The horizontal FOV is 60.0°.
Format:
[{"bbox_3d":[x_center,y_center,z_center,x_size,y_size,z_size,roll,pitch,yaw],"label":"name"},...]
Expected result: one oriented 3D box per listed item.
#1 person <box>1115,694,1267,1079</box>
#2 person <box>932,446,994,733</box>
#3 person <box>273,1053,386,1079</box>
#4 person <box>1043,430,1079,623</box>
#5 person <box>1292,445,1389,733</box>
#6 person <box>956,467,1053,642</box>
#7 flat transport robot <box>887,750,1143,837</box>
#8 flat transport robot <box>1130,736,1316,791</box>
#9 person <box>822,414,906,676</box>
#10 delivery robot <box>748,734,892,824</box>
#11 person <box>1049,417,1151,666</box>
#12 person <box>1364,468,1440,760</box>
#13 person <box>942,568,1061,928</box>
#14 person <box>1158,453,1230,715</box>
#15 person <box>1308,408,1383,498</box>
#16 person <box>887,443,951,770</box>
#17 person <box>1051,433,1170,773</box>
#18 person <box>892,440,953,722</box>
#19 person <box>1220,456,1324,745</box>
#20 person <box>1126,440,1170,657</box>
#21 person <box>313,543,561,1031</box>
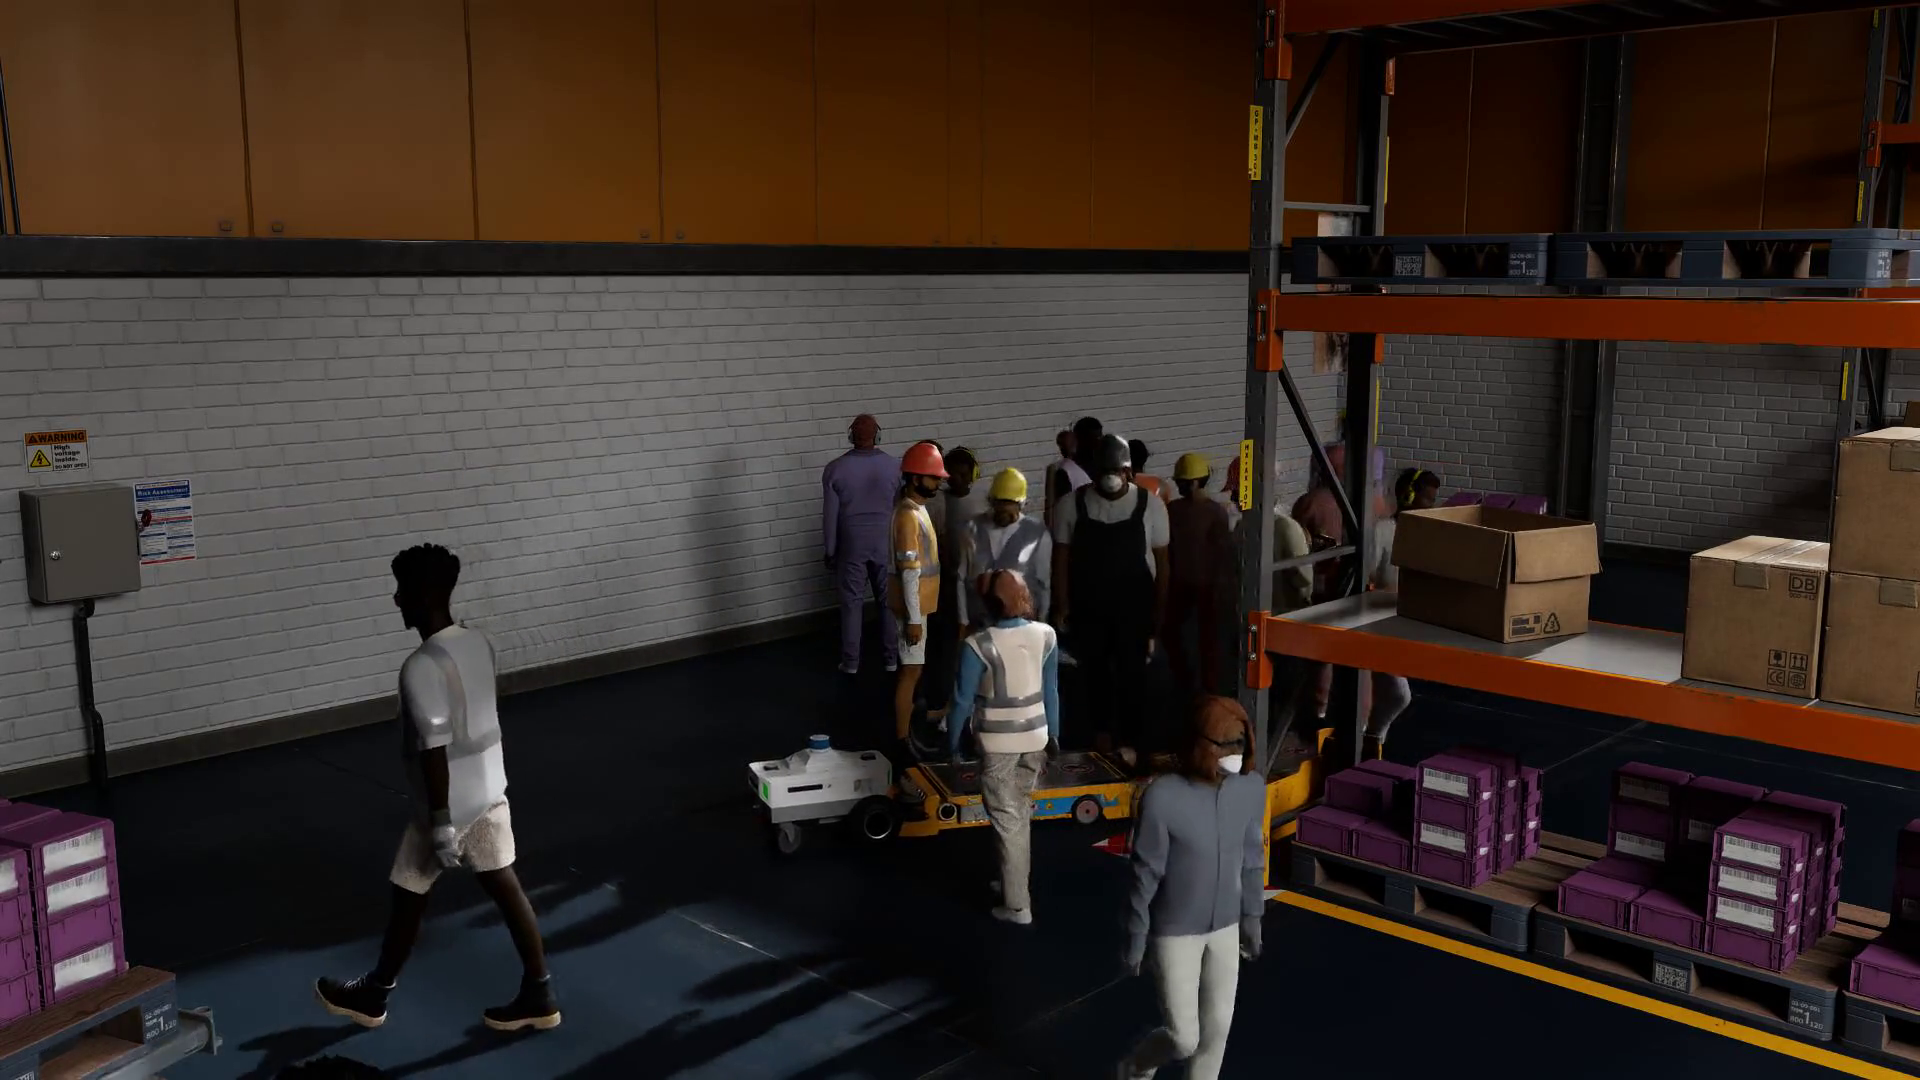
[{"bbox_3d":[0.755,1.267,5.421,0.513,1.615,0.405,-5,11,-30],"label":"person"},{"bbox_3d":[-0.024,0.314,10.633,0.587,1.819,0.890,4,10,21],"label":"person"},{"bbox_3d":[-1.029,1.672,2.843,0.854,1.652,0.573,5,11,29],"label":"person"},{"bbox_3d":[0.900,-0.103,13.805,0.530,1.626,0.368,-6,11,-31],"label":"person"},{"bbox_3d":[2.388,0.327,10.542,0.663,1.846,0.986,-1,9,-4],"label":"person"},{"bbox_3d":[0.285,0.430,10.060,0.587,1.795,0.768,3,10,19],"label":"person"},{"bbox_3d":[0.284,1.355,9.015,1.431,0.197,0.652,-3,10,-15],"label":"flat transport robot"},{"bbox_3d":[1.716,1.303,9.337,1.431,0.197,0.652,-5,10,-27],"label":"flat transport robot"},{"bbox_3d":[-0.680,0.040,12.079,0.639,1.908,0.409,-1,9,-8],"label":"person"},{"bbox_3d":[-0.720,1.244,8.544,0.707,0.478,0.477,-3,10,-20],"label":"delivery robot"},{"bbox_3d":[0.963,0.043,12.163,0.973,1.864,0.618,8,12,42],"label":"person"},{"bbox_3d":[2.466,0.510,9.384,0.537,1.843,0.427,-7,12,-39],"label":"person"},{"bbox_3d":[0.181,0.919,7.559,0.521,1.620,0.620,-7,11,-35],"label":"person"},{"bbox_3d":[1.547,0.294,10.993,0.541,1.751,0.400,8,12,40],"label":"person"},{"bbox_3d":[3.058,-0.147,13.255,0.624,1.896,0.466,5,11,29],"label":"person"},{"bbox_3d":[-0.241,0.389,9.853,0.376,1.932,0.551,0,9,1],"label":"person"},{"bbox_3d":[0.876,0.337,9.848,0.697,2.000,1.015,2,9,10],"label":"person"},{"bbox_3d":[-0.232,0.265,10.889,0.505,1.845,0.346,9,13,44],"label":"person"},{"bbox_3d":[1.819,0.480,9.340,0.860,1.936,0.623,-2,9,-11],"label":"person"},{"bbox_3d":[1.347,0.053,12.803,0.523,1.639,0.862,-1,9,-9],"label":"person"},{"bbox_3d":[-2.011,0.960,6.396,0.995,1.911,0.624,2,9,11],"label":"person"}]
